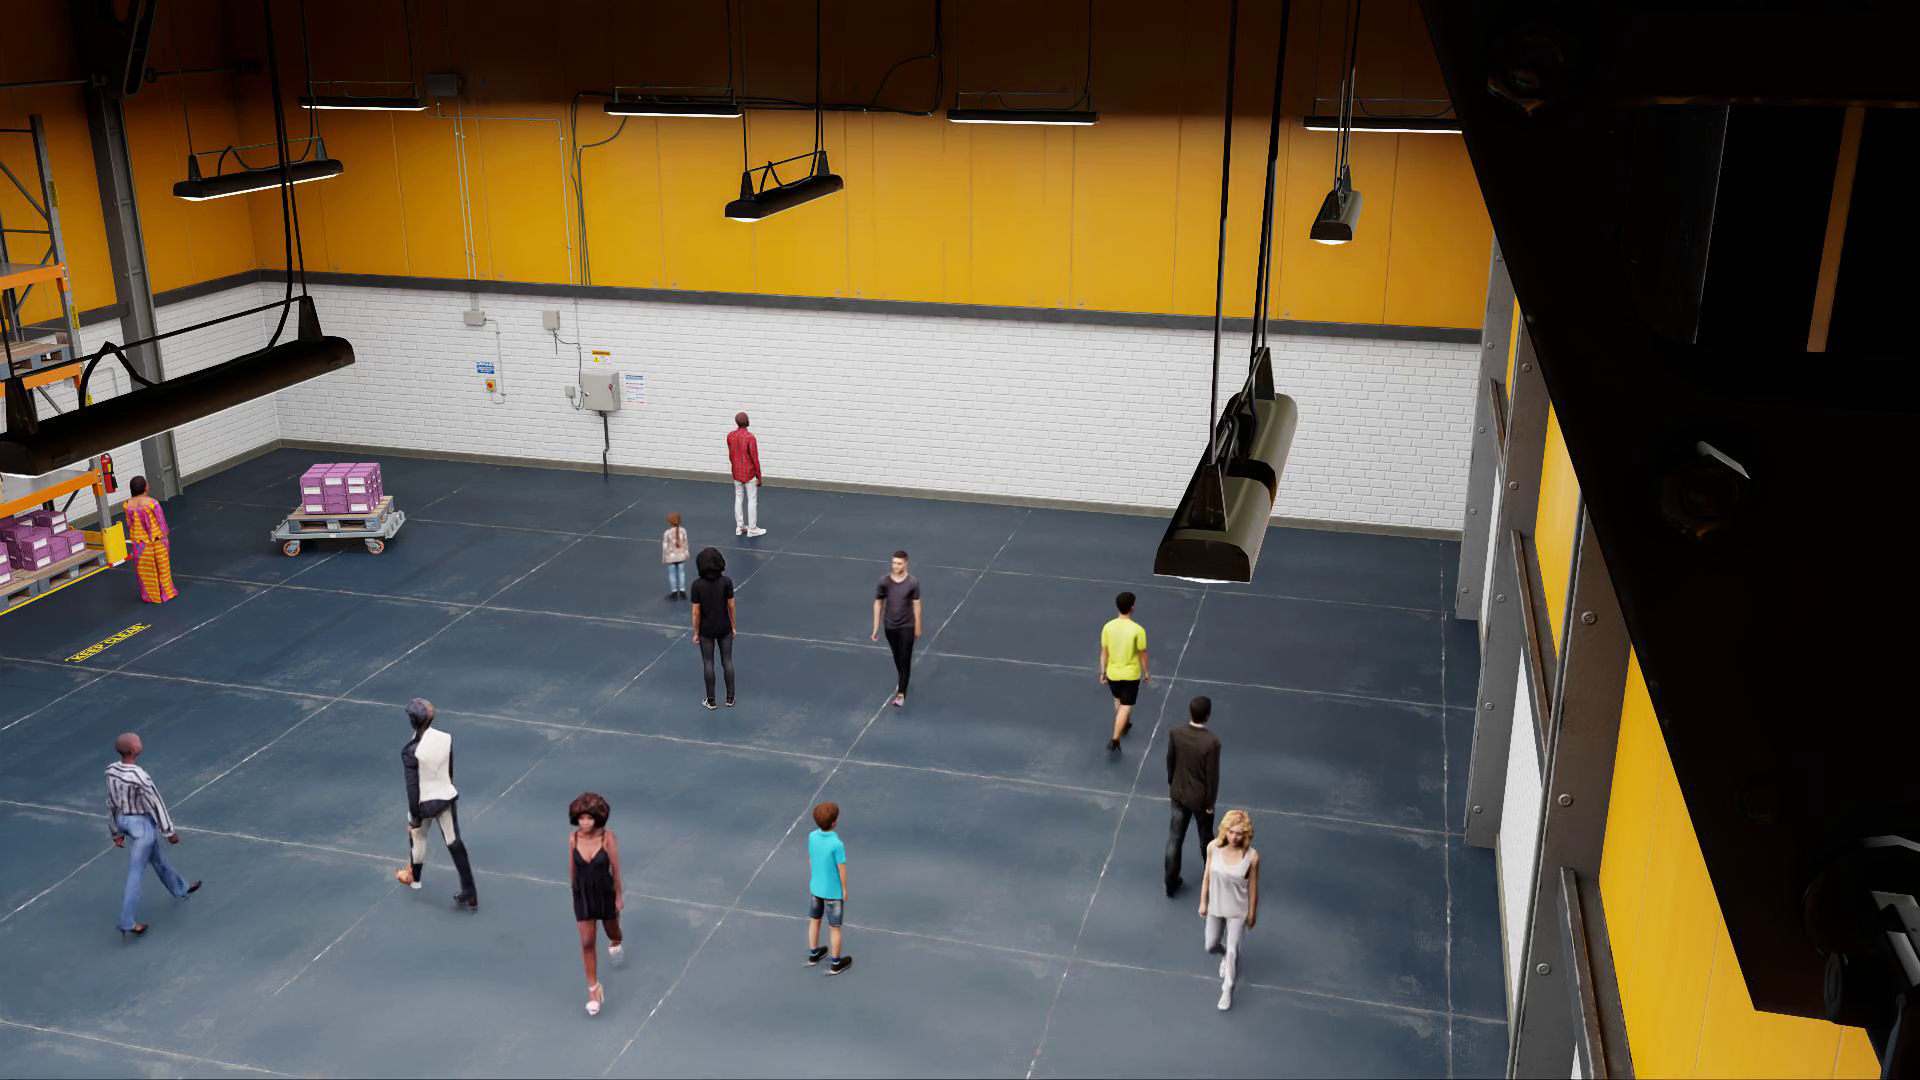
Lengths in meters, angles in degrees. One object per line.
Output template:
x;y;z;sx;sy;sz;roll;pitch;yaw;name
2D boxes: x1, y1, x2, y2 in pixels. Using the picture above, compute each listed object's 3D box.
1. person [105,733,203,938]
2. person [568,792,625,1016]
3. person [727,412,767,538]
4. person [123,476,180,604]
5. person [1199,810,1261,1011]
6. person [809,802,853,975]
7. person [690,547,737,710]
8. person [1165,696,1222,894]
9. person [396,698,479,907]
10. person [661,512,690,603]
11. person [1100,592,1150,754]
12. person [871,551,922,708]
-6.866;2.482;13.749;0.814;1.751;1.162;9;21;26;person
-2.804;2.749;12.933;0.756;1.765;1.079;-1;19;-2;person
-3.085;-0.958;23.855;0.724;1.820;0.682;11;22;29;person
-10.418;-0.046;21.357;0.706;1.686;0.722;1;19;2;person
2.118;2.809;12.923;0.700;1.657;0.831;9;21;26;person
-1.075;2.774;13.357;0.572;1.447;0.570;13;22;33;person
-2.679;0.954;18.153;0.710;1.837;0.708;-5;19;-15;person
1.968;2.245;14.438;0.978;1.759;1.208;13;22;33;person
-4.432;2.283;14.192;1.059;1.845;1.236;13;22;33;person
-3.663;0.203;21.392;0.594;1.193;0.650;-7;20;-20;person
1.668;1.390;17.112;0.785;1.674;1.155;9;21;25;person
-0.648;0.935;18.393;0.651;1.718;1.109;5;19;14;person
